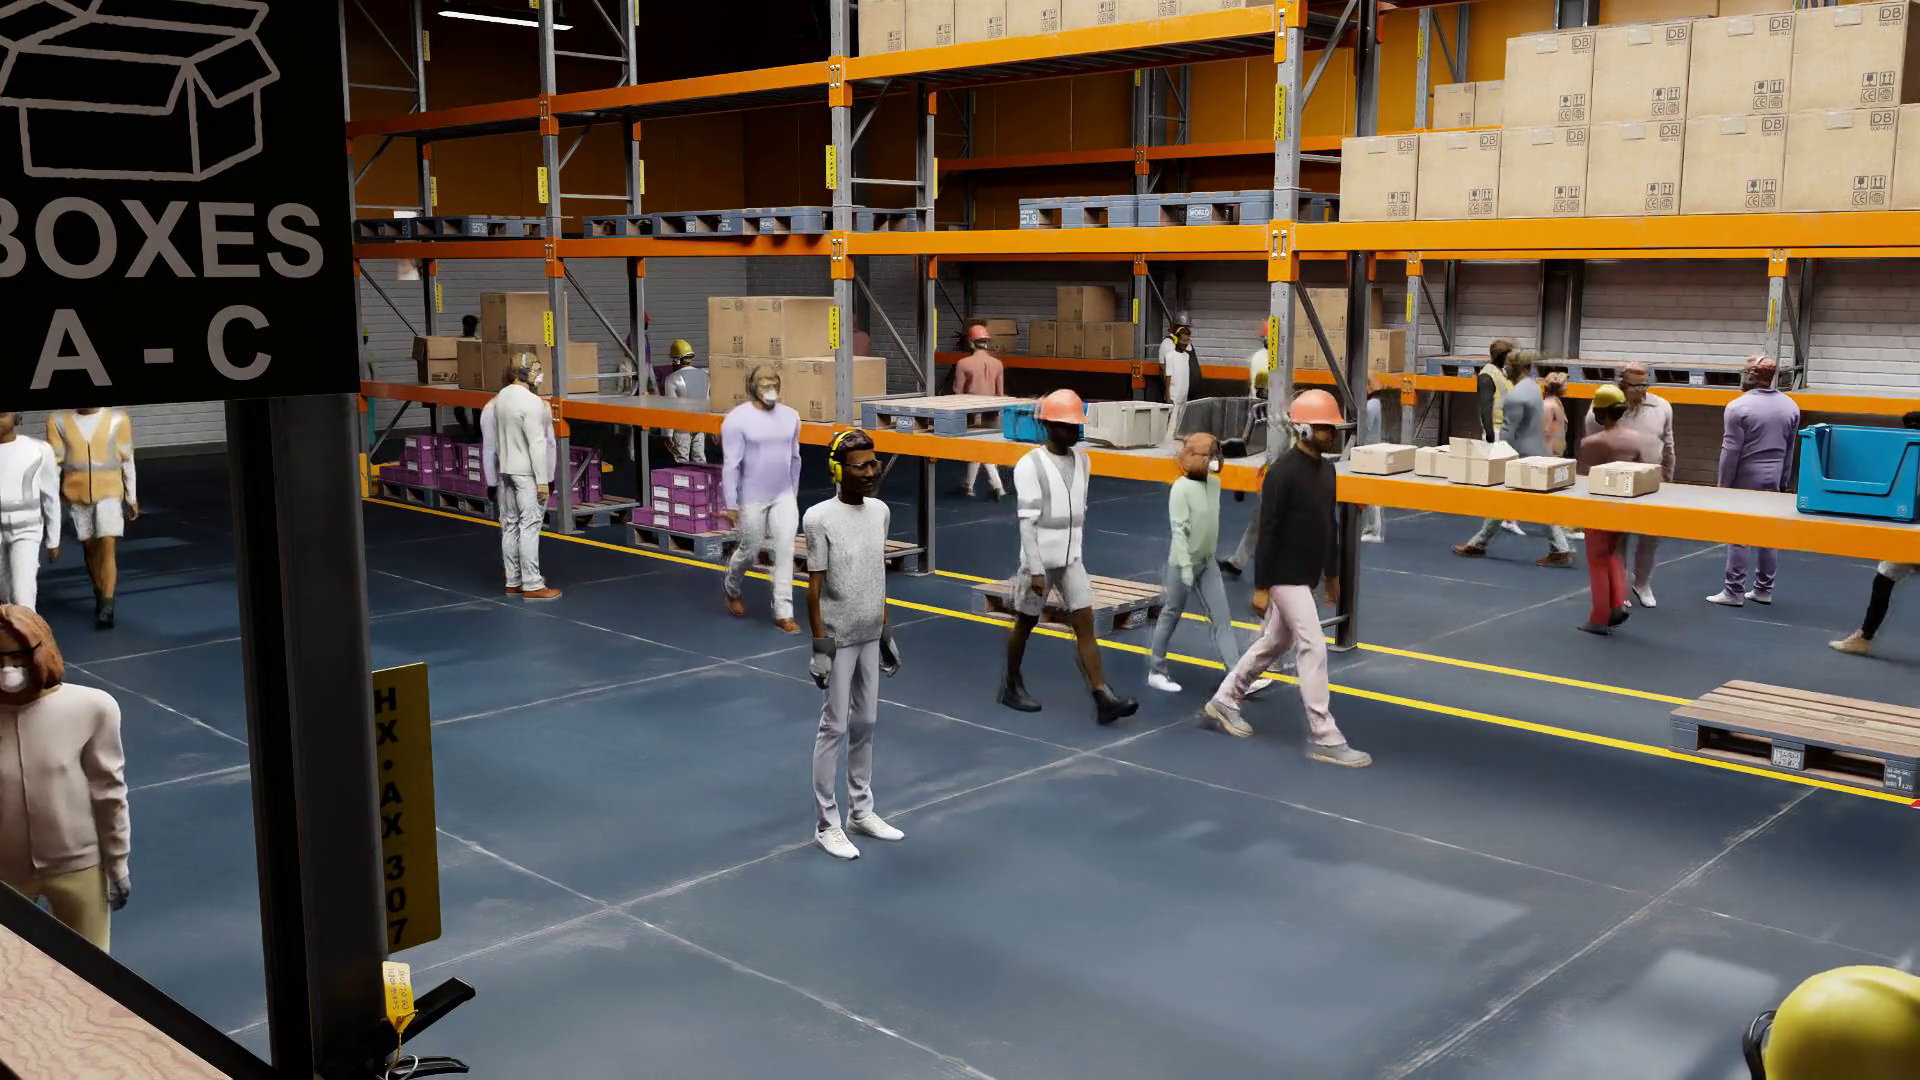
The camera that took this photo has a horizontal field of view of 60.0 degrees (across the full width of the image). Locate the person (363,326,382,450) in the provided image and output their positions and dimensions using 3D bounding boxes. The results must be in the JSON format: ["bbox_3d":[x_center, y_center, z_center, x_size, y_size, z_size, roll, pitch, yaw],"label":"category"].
[{"bbox_3d":[-8.488,-2.159,23.624,0.529,1.761,0.341,1,9,8],"label":"person"}]

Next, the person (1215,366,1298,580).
[{"bbox_3d":[2.428,-0.503,13.371,0.916,1.779,0.621,7,12,37],"label":"person"}]

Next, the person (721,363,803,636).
[{"bbox_3d":[-1.429,-0.309,11.839,0.638,1.910,0.890,-6,11,-34],"label":"person"}]

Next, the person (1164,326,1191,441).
[{"bbox_3d":[2.671,-1.676,20.345,0.334,1.860,0.514,7,12,36],"label":"person"}]

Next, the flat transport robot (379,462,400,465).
[{"bbox_3d":[-6.388,-0.835,20.041,1.431,0.197,0.652,-4,10,-21],"label":"flat transport robot"}]

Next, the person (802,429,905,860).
[{"bbox_3d":[-0.463,0.448,7.304,0.328,1.868,0.512,7,12,38],"label":"person"}]

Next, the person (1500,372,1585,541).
[{"bbox_3d":[5.581,-0.806,15.805,0.852,1.601,0.519,4,10,21],"label":"person"}]

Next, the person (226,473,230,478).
[{"bbox_3d":[-8.674,-1.732,20.206,0.631,2.012,0.689,3,10,18],"label":"person"}]

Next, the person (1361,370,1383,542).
[{"bbox_3d":[3.798,-0.778,15.547,0.393,1.615,0.520,3,10,17],"label":"person"}]

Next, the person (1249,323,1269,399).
[{"bbox_3d":[3.614,-1.539,19.235,0.998,1.939,0.651,9,13,44],"label":"person"}]

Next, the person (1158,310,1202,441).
[{"bbox_3d":[2.839,-1.933,21.366,0.536,2.000,0.683,6,11,31],"label":"person"}]

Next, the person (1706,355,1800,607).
[{"bbox_3d":[6.002,-0.444,12.630,0.651,1.913,0.410,-3,10,-18],"label":"person"}]

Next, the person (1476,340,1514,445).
[{"bbox_3d":[5.683,-1.191,17.540,0.671,1.812,0.462,-8,12,-42],"label":"person"}]

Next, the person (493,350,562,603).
[{"bbox_3d":[-3.357,-0.490,12.831,0.354,1.936,0.635,-8,12,-41],"label":"person"}]

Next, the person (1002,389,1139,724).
[{"bbox_3d":[0.583,0.101,9.364,0.571,1.879,1.013,-7,12,-37],"label":"person"}]

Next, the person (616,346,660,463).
[{"bbox_3d":[-4.164,-1.761,21.610,0.545,1.593,0.822,-8,12,-41],"label":"person"}]

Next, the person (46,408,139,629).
[{"bbox_3d":[-6.237,-0.320,11.954,0.566,1.883,0.982,-4,10,-21],"label":"person"}]

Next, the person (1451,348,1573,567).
[{"bbox_3d":[4.861,-0.716,14.406,1.062,1.886,0.645,5,11,30],"label":"person"}]

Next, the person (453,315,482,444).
[{"bbox_3d":[-6.736,-2.131,22.905,0.606,1.935,0.438,2,9,12],"label":"person"}]

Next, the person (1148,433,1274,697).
[{"bbox_3d":[1.455,0.162,9.874,0.849,1.584,0.528,9,13,43],"label":"person"}]

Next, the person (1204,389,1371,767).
[{"bbox_3d":[1.726,0.165,8.810,1.010,1.953,0.629,7,12,37],"label":"person"}]

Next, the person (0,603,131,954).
[{"bbox_3d":[-2.667,0.975,4.817,0.500,1.623,0.287,-4,10,-24],"label":"person"}]

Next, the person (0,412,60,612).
[{"bbox_3d":[-5.874,-0.019,10.280,0.575,1.842,0.985,-3,10,-17],"label":"person"}]

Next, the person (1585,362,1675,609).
[{"bbox_3d":[5.031,-0.404,12.495,0.684,1.875,0.469,1,9,4],"label":"person"}]

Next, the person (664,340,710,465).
[{"bbox_3d":[-2.867,-1.173,17.377,0.403,1.827,0.588,8,12,39],"label":"person"}]

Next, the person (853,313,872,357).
[{"bbox_3d":[-1.621,-2.432,24.830,0.638,1.909,0.407,-9,13,-42],"label":"person"}]

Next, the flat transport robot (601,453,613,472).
[{"bbox_3d":[-5.112,-0.943,20.708,1.431,0.197,0.652,-5,10,-26],"label":"flat transport robot"}]

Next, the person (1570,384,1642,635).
[{"bbox_3d":[4.500,-0.209,11.643,0.545,1.753,0.364,-4,10,-24],"label":"person"}]

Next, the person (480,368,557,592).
[{"bbox_3d":[-3.462,-0.482,13.204,0.634,1.817,0.635,8,12,41],"label":"person"}]

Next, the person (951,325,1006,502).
[{"bbox_3d":[0.231,-1.404,18.446,0.609,1.949,1.023,-7,12,-38],"label":"person"}]

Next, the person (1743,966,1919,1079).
[{"bbox_3d":[1.043,1.357,2.034,0.315,1.767,0.535,9,13,42],"label":"person"}]

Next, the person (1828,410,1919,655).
[{"bbox_3d":[6.273,-0.019,10.842,0.871,1.653,0.545,8,12,40],"label":"person"}]

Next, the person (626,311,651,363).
[{"bbox_3d":[-4.873,-2.547,25.432,0.347,1.942,0.549,2,9,13],"label":"person"}]
